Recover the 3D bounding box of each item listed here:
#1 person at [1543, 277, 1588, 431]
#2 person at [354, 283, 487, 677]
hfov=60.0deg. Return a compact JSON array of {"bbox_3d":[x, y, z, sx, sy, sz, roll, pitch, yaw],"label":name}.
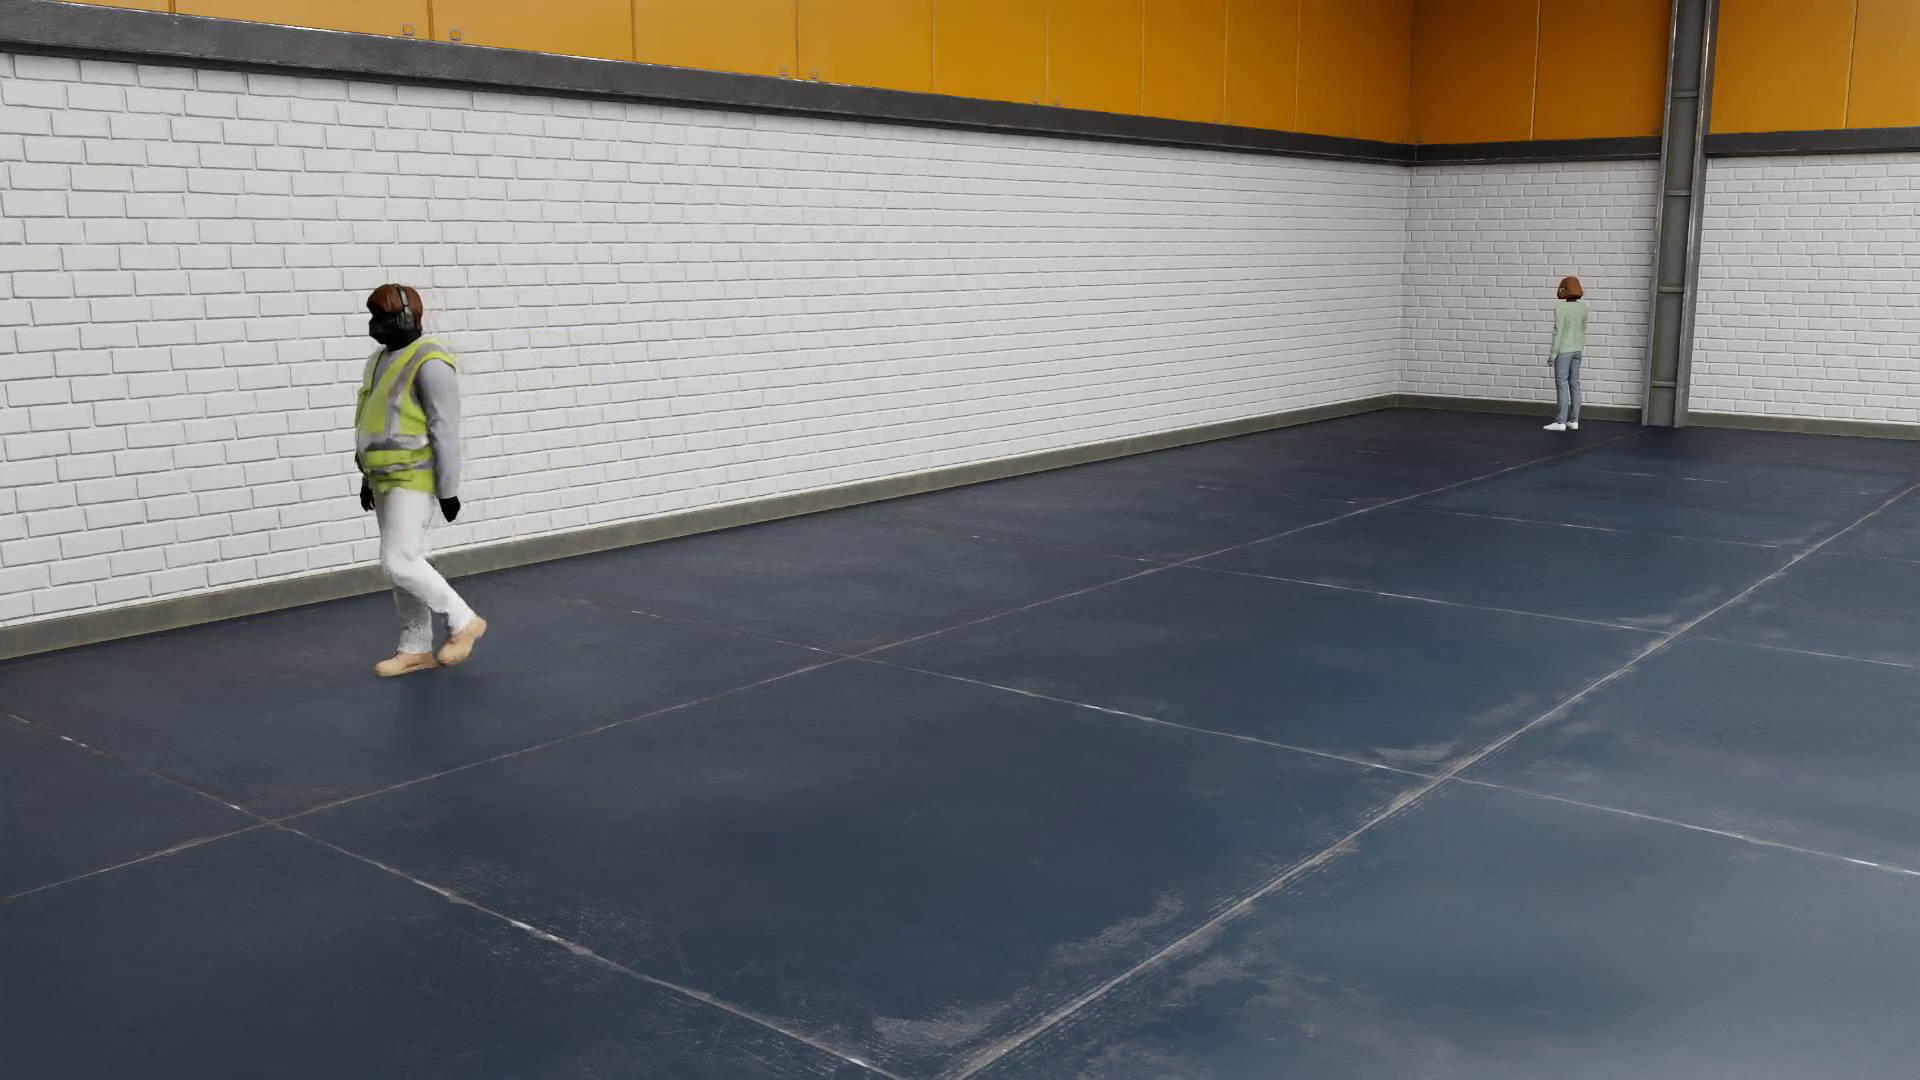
[{"bbox_3d":[6.473,-1.982,17.742,0.505,1.633,0.279,-6,12,-32],"label":"person"},{"bbox_3d":[-2.566,-0.266,7.700,0.437,1.829,0.629,-8,13,-38],"label":"person"}]
